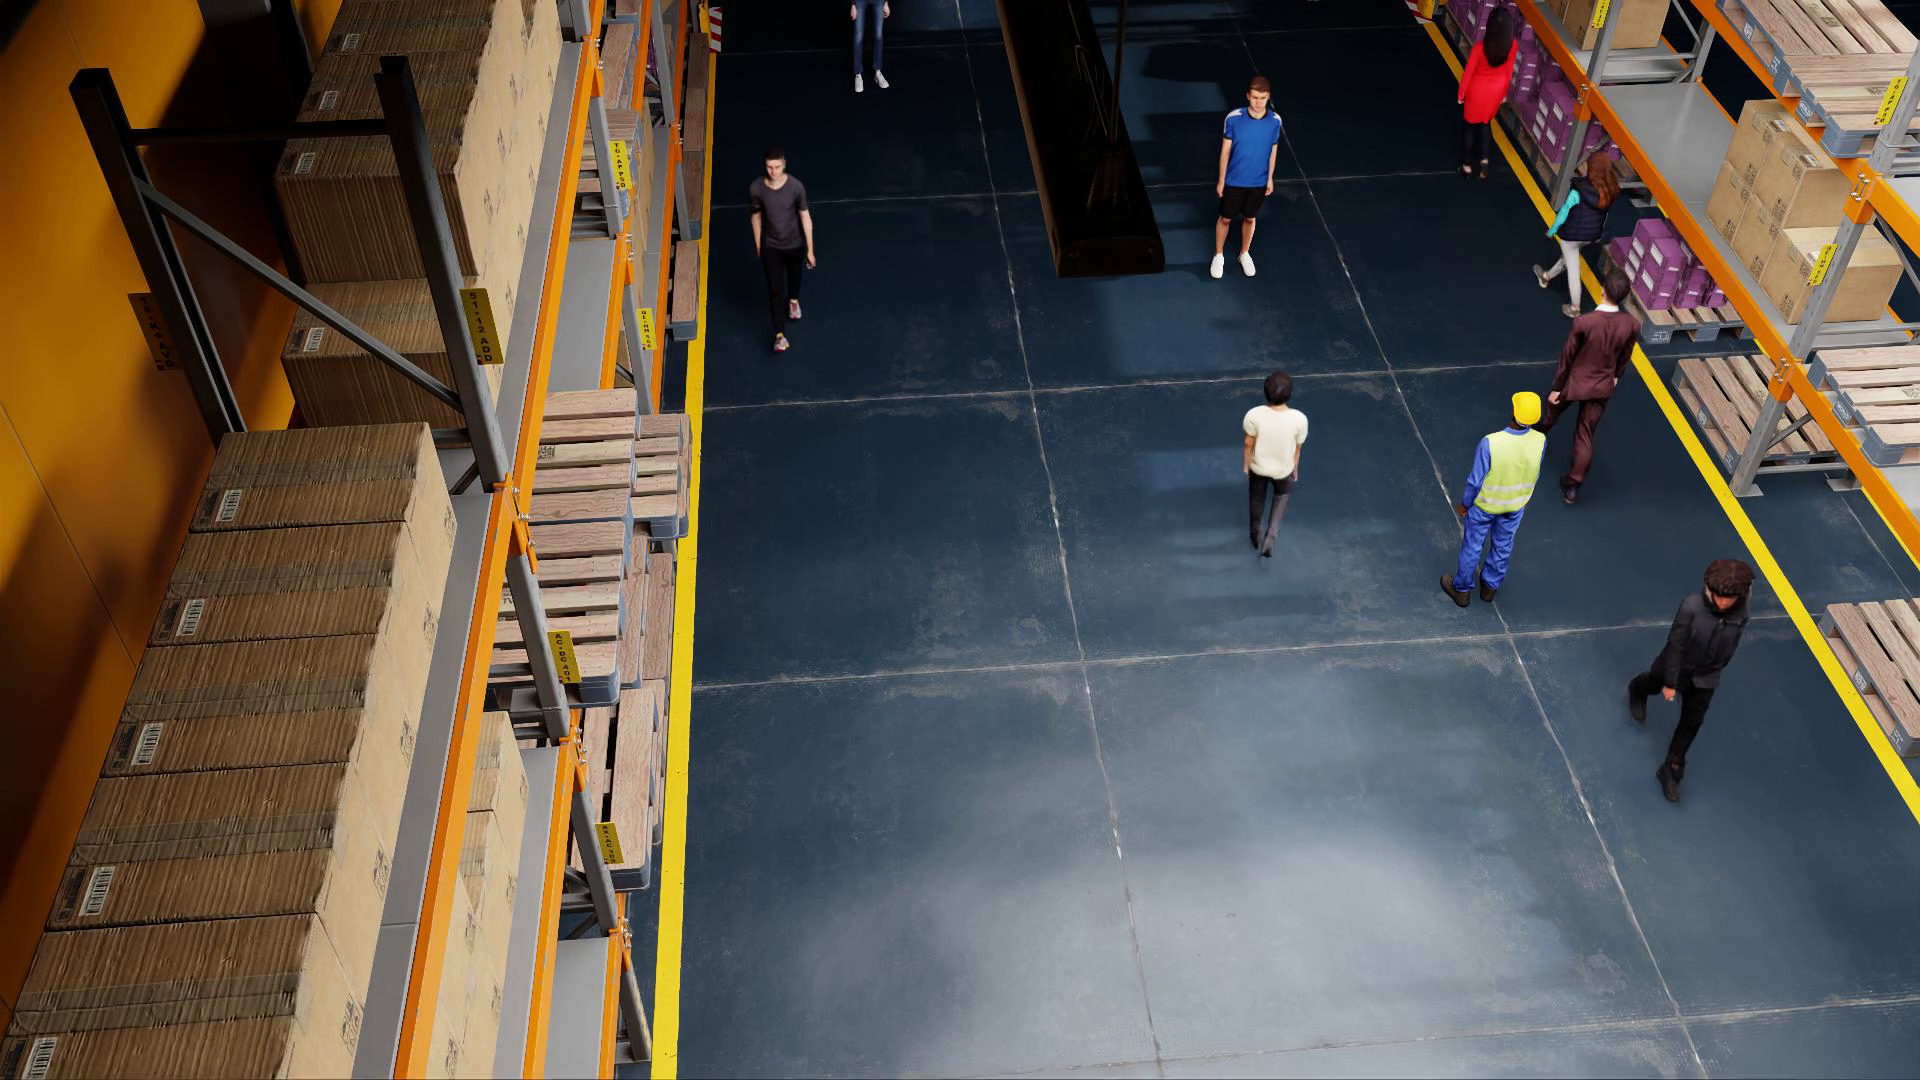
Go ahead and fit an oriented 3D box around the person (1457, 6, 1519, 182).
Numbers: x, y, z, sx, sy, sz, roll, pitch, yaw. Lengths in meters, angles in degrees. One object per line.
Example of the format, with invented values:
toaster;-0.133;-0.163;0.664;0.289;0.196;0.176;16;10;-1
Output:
person;4.851;-4.028;15.279;0.645;1.738;0.745;-6;44;-6

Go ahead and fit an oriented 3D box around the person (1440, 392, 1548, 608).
person;3.647;-0.282;11.293;0.668;1.813;0.569;-5;44;-5

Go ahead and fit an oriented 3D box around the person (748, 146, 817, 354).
person;-1.444;-2.477;13.667;0.662;1.717;1.104;-3;44;-3

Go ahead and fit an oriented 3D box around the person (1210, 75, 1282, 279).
person;2.446;-3.119;14.233;0.653;1.866;0.583;-1;44;-1

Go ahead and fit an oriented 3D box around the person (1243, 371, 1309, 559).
person;2.181;-0.475;11.668;0.703;1.576;0.779;8;44;8

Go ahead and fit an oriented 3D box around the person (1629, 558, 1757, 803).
person;4.478;0.712;10.306;0.746;1.736;1.206;3;44;3

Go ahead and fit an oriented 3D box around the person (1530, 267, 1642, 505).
person;4.582;-1.074;12.123;0.829;1.815;1.234;2;44;3

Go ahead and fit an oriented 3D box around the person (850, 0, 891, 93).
person;-0.914;-5.384;16.668;0.609;1.786;0.589;-11;45;-11

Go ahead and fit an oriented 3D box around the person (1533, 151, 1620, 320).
person;5.207;-2.517;13.893;0.735;1.462;1.022;-14;45;-14
